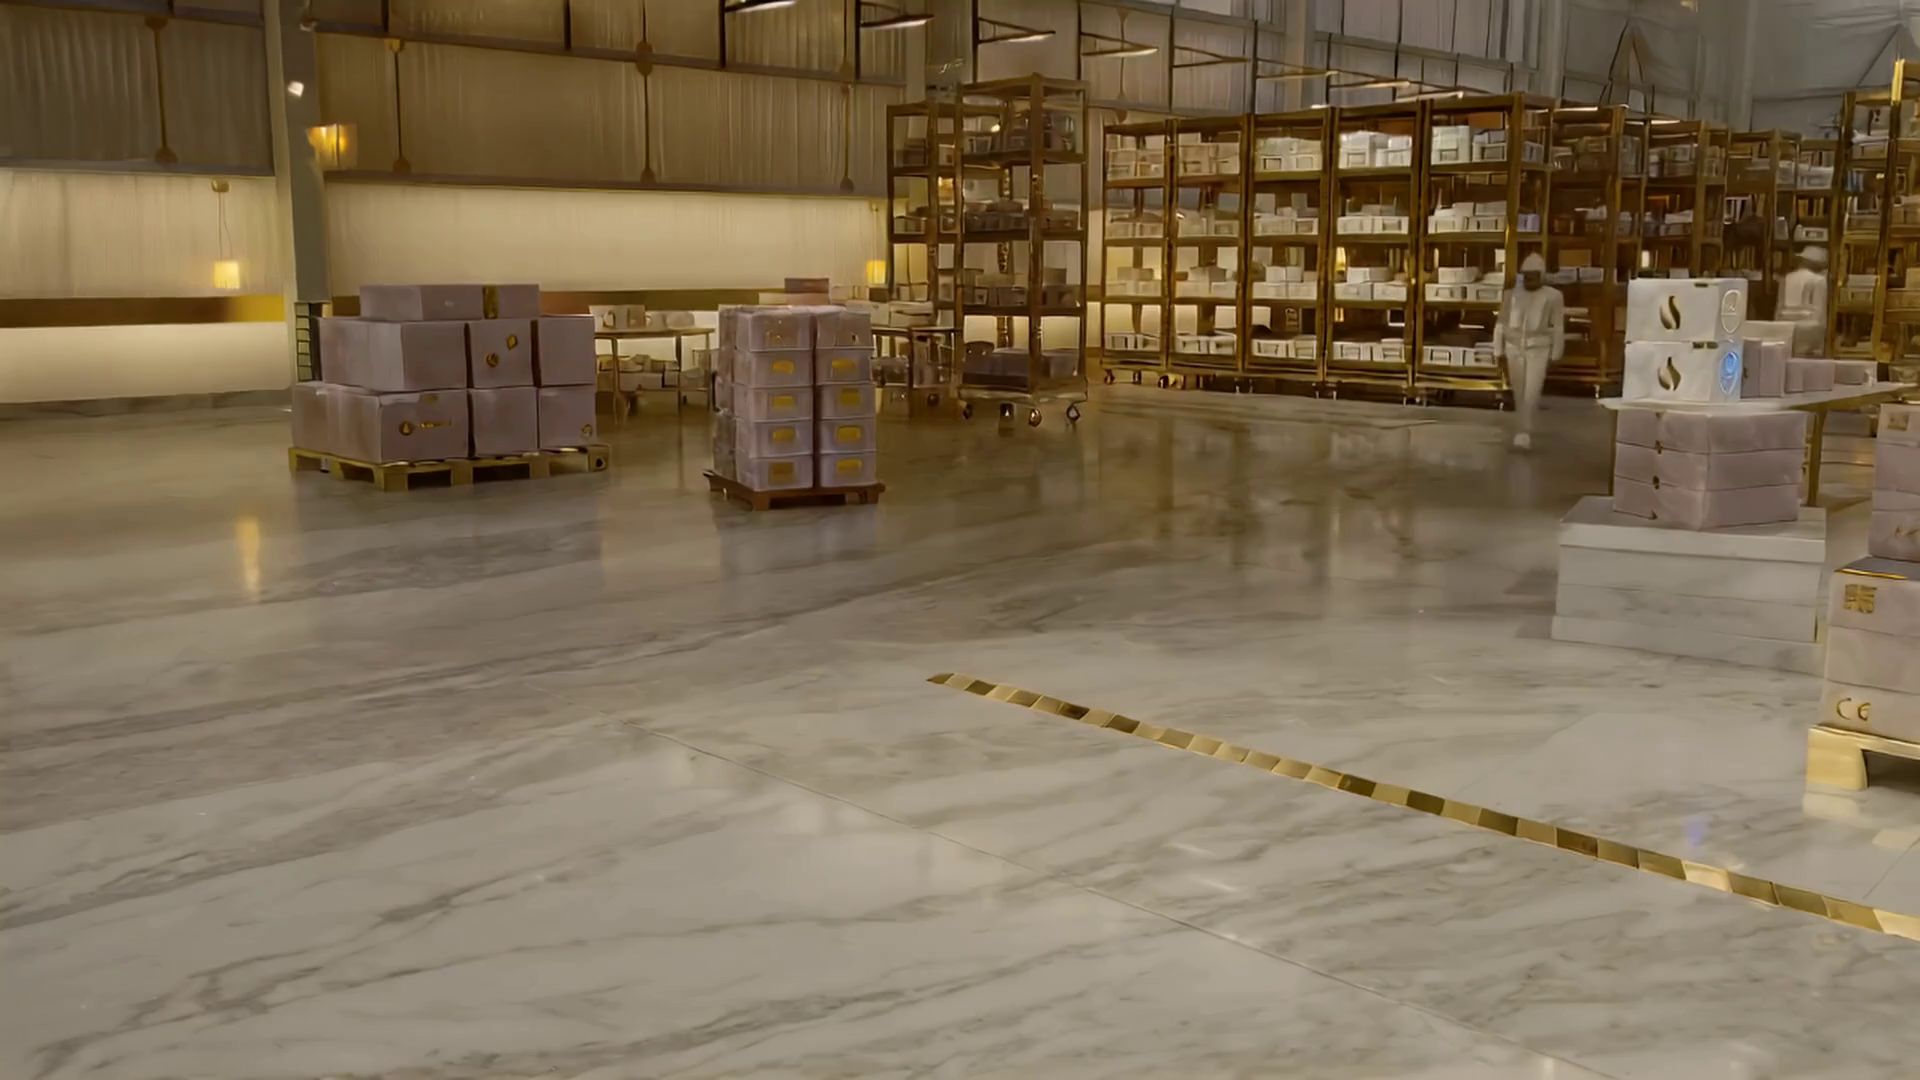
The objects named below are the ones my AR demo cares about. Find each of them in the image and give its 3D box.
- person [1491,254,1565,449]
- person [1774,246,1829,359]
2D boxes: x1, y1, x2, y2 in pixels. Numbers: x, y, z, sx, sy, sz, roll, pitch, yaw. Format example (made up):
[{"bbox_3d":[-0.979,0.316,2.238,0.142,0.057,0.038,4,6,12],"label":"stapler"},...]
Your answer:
[{"bbox_3d":[5.240,-1.746,15.402,0.599,1.780,0.940,6,11,33],"label":"person"},{"bbox_3d":[10.133,-2.550,19.895,0.942,1.895,0.624,-4,10,-21],"label":"person"}]
